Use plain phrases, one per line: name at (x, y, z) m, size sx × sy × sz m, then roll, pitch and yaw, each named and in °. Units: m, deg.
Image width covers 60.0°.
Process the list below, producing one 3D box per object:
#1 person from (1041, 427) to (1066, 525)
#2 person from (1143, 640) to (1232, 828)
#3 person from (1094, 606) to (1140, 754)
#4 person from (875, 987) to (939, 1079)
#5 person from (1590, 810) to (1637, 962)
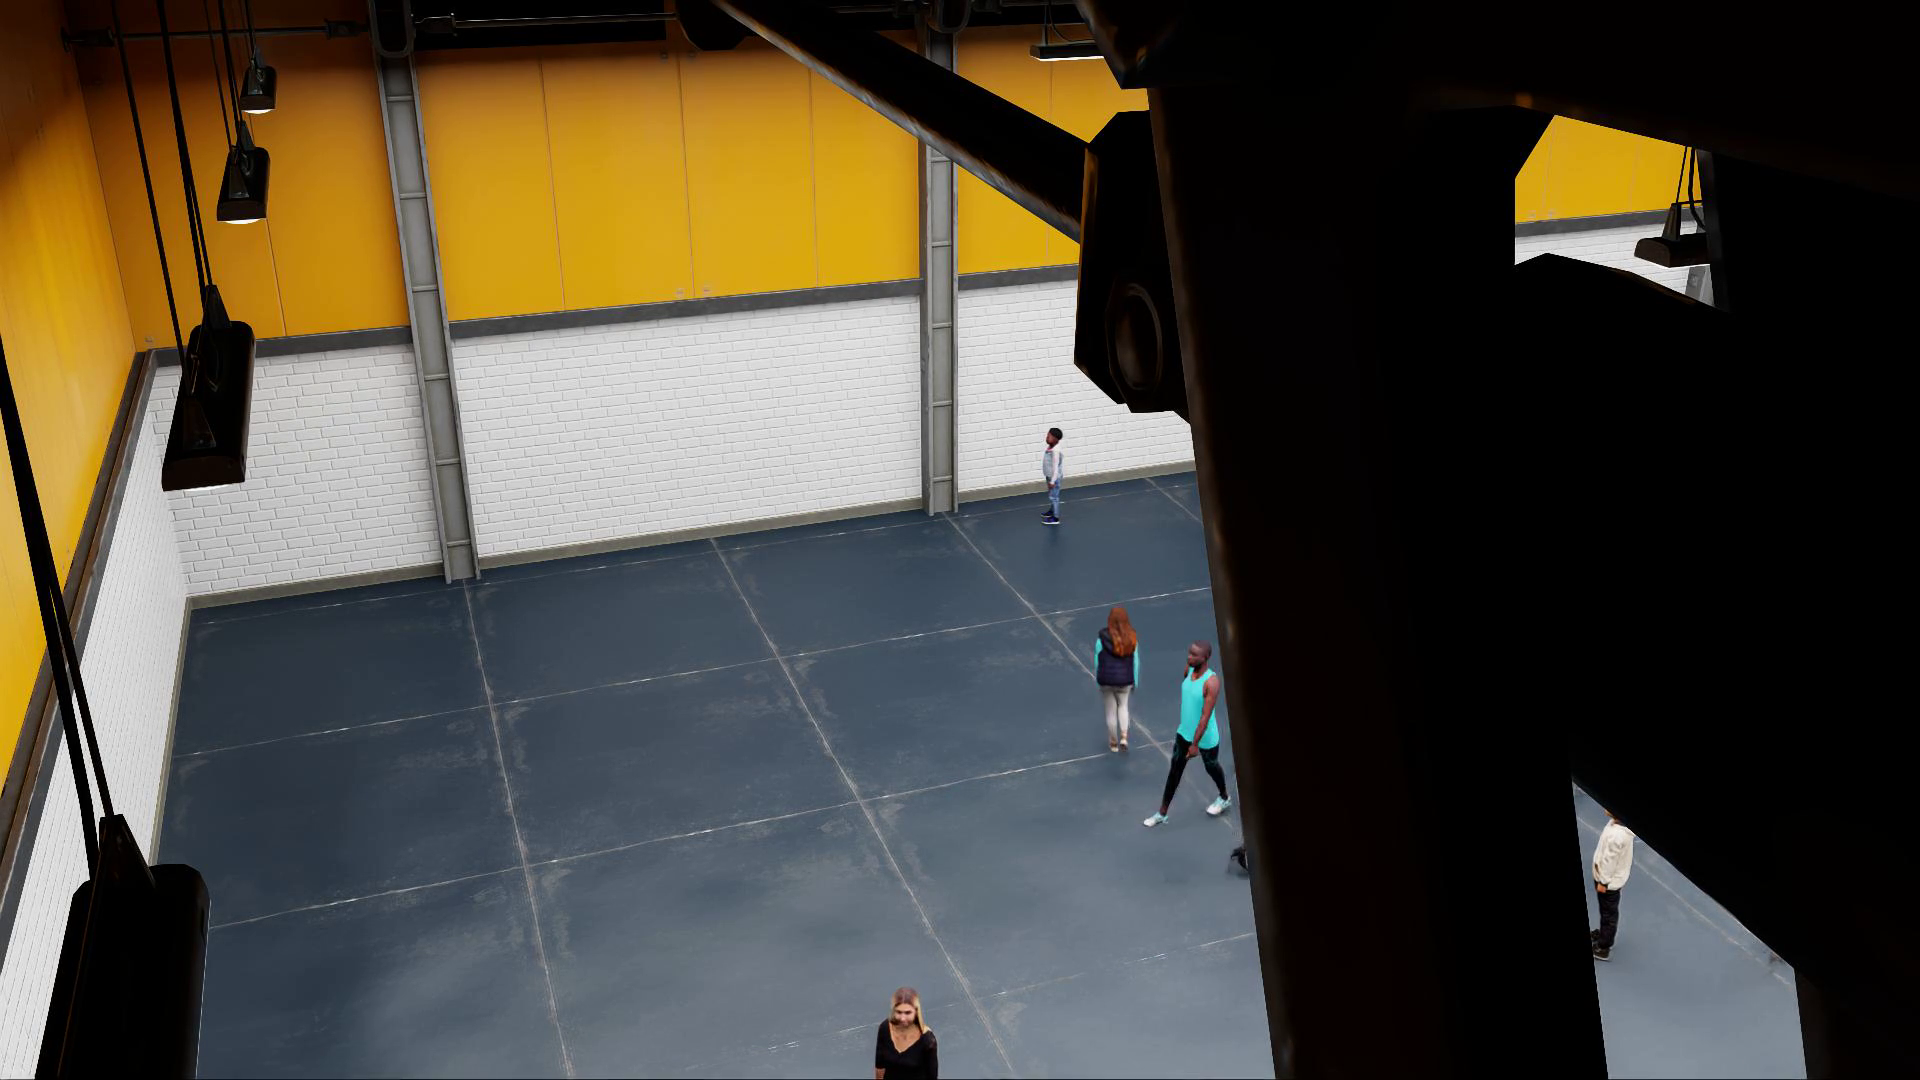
person at (1.185, -0.831, 21.016) m, size 0.577 × 1.261 × 0.546 m, roll 0°, pitch 24°, yaw 1°
person at (2.178, 1.703, 14.590) m, size 1.214 × 1.764 × 0.801 m, roll -15°, pitch 28°, yaw -31°
person at (1.478, 1.354, 15.730) m, size 0.623 × 1.490 × 0.694 m, roll -1°, pitch 24°, yaw -3°
person at (-0.330, 3.530, 10.521) m, size 0.595 × 1.676 × 0.665 m, roll 9°, pitch 25°, yaw 20°
person at (5.082, 2.592, 12.946) m, size 0.703 × 1.452 × 0.648 m, roll 10°, pitch 25°, yaw 21°
